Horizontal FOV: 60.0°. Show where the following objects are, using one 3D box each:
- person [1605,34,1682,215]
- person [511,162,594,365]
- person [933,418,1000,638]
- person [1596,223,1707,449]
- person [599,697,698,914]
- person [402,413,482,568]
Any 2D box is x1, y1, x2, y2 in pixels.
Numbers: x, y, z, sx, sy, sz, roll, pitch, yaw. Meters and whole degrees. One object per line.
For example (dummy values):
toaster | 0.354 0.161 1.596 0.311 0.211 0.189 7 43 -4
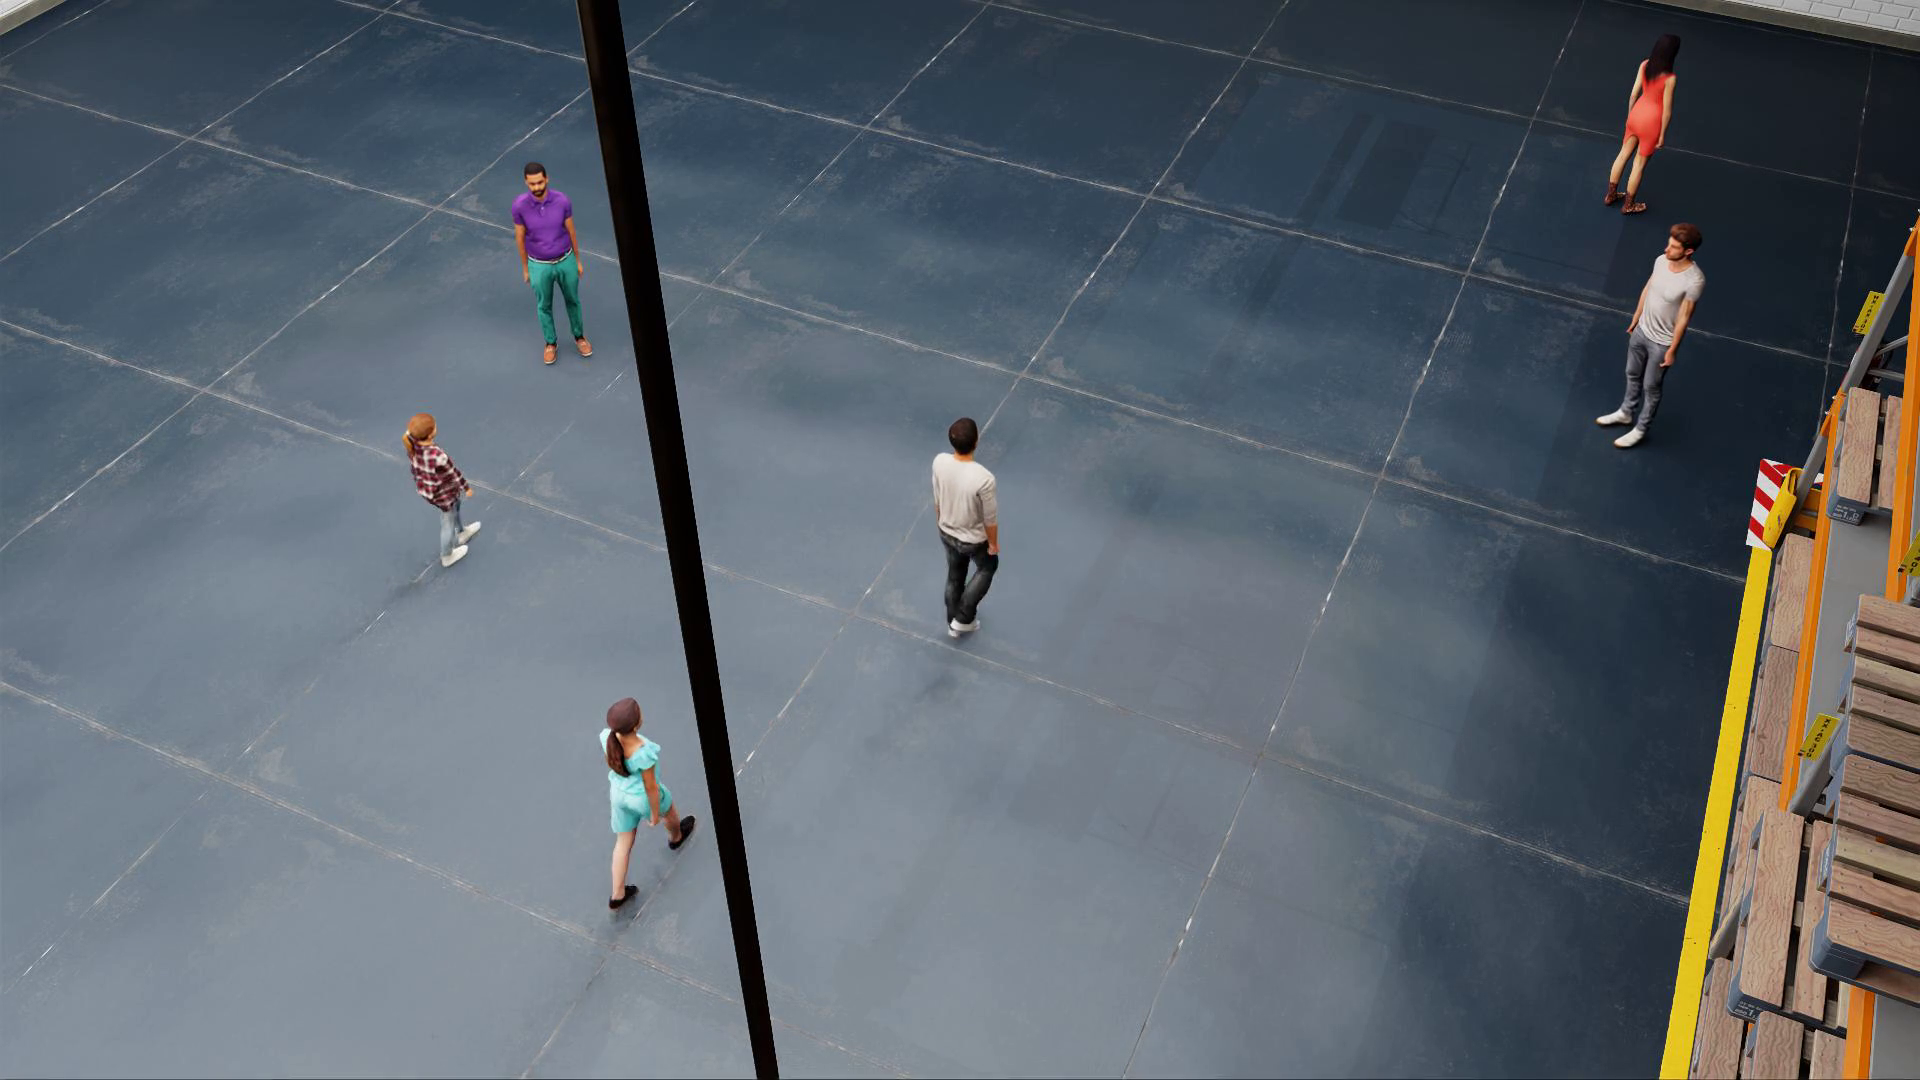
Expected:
person | 6.150 -3.736 14.929 0.701 1.719 0.671 -22 48 -21
person | -3.276 -2.239 13.323 0.722 1.767 0.778 -13 45 -13
person | -0.009 -0.003 10.952 0.710 1.799 0.682 24 49 23
person | 5.265 -1.553 12.515 0.807 1.887 0.748 -14 45 -14
person | -1.907 1.513 9.560 0.554 1.525 1.047 18 46 18
person | -3.689 -0.323 11.656 0.610 1.292 0.721 29 51 27
